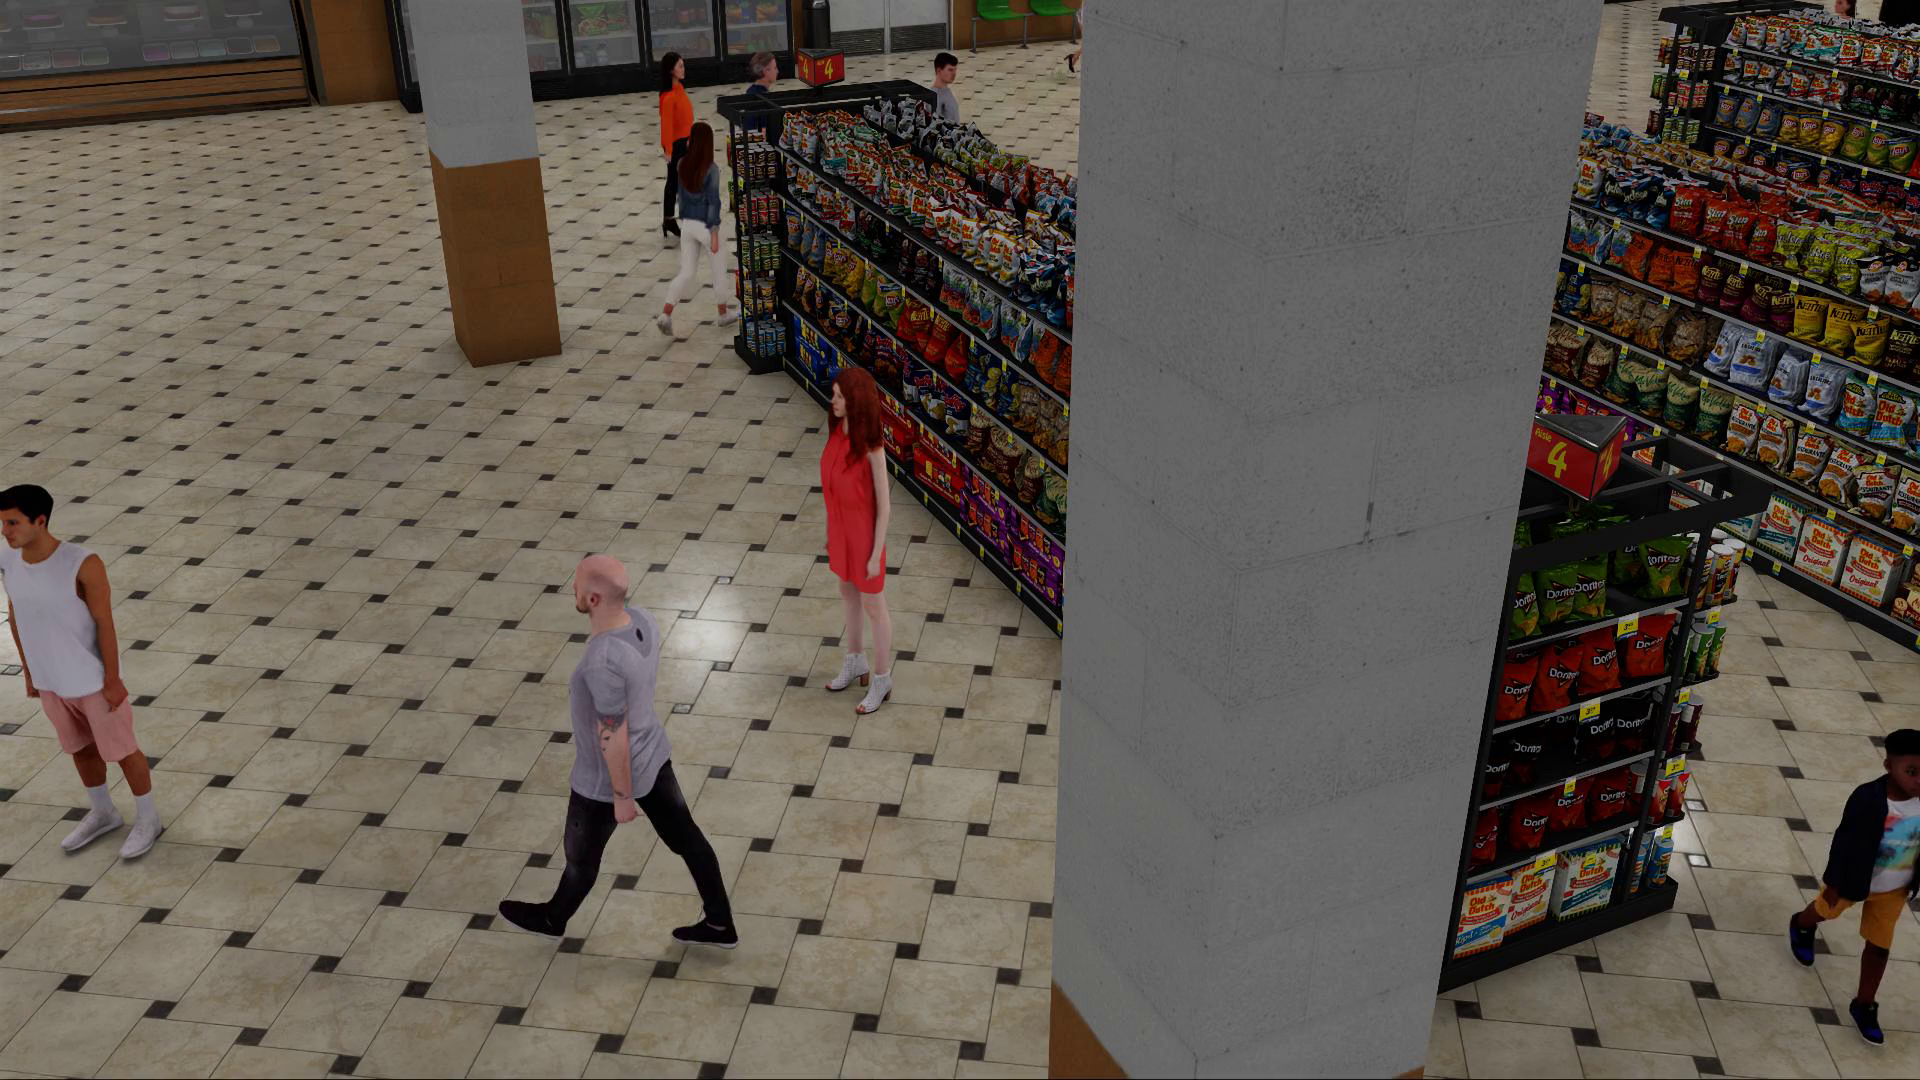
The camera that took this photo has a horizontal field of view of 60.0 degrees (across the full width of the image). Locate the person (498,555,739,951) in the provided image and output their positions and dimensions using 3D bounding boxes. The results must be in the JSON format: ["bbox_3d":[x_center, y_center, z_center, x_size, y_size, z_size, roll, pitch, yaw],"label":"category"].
[{"bbox_3d":[-1.215,0.911,6.477,1.238,1.778,1.253,6,28,12],"label":"person"}]

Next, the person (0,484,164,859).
[{"bbox_3d":[-3.791,0.559,7.163,0.728,1.786,0.764,6,28,13],"label":"person"}]

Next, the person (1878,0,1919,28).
[{"bbox_3d":[11.968,-6.563,21.123,1.258,1.861,1.249,12,29,23],"label":"person"}]

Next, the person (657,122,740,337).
[{"bbox_3d":[-2.110,-2.403,13.141,1.124,1.662,1.061,16,31,29],"label":"person"}]

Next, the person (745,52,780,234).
[{"bbox_3d":[-1.838,-3.394,14.885,0.775,1.851,0.627,-6,27,-11],"label":"person"}]

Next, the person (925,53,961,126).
[{"bbox_3d":[-0.179,-3.457,15.014,0.768,1.846,0.681,6,28,12],"label":"person"}]

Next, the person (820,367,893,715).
[{"bbox_3d":[-0.497,-0.003,8.225,0.688,1.827,0.504,-17,32,-30],"label":"person"}]

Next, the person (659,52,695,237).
[{"bbox_3d":[-2.737,-3.671,15.562,0.820,1.734,0.767,0,27,-1],"label":"person"}]

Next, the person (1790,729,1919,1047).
[{"bbox_3d":[3.478,1.238,6.415,0.776,1.251,0.961,2,27,3],"label":"person"}]
